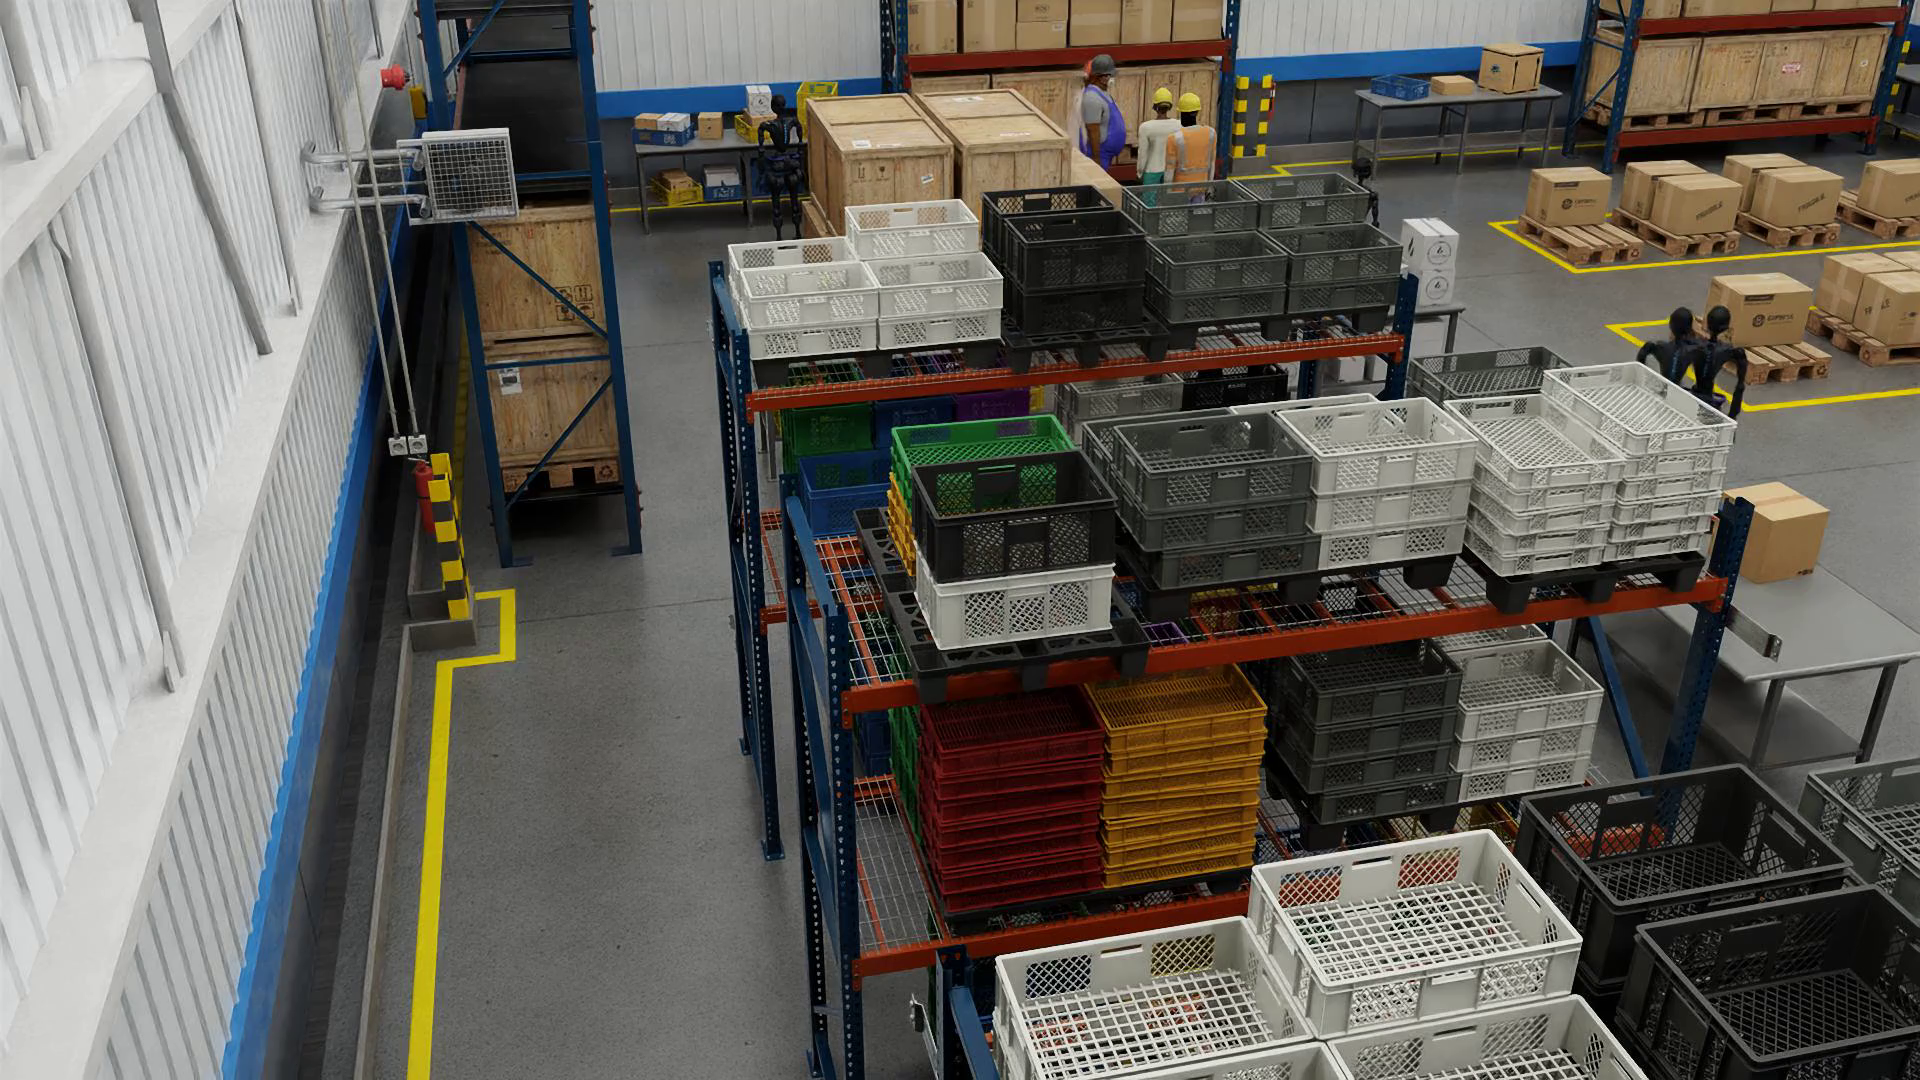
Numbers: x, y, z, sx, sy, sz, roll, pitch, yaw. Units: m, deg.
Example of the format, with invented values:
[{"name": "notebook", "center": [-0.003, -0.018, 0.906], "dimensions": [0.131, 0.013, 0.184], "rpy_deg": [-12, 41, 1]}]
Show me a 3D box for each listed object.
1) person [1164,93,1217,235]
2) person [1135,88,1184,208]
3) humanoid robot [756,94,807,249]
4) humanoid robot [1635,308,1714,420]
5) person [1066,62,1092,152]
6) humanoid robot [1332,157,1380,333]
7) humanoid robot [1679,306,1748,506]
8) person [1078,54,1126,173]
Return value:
[{"name": "person", "center": [2.348, -3.648, 17.204], "dimensions": [0.588, 1.919, 0.404], "rpy_deg": [-11, 30, -21]}, {"name": "person", "center": [2.154, -4.004, 18.037], "dimensions": [0.532, 1.768, 0.309], "rpy_deg": [-7, 29, -14]}, {"name": "humanoid robot", "center": [-1.950, -4.040, 18.186], "dimensions": [0.590, 1.657, 0.327], "rpy_deg": [-16, 32, -28]}, {"name": "humanoid robot", "center": [5.255, -0.946, 12.361], "dimensions": [0.585, 1.620, 0.772], "rpy_deg": [13, 31, 24]}, {"name": "person", "center": [1.413, -4.331, 18.473], "dimensions": [0.877, 1.942, 0.615], "rpy_deg": [0, 28, 0]}, {"name": "humanoid robot", "center": [3.770, -2.831, 15.889], "dimensions": [0.323, 1.660, 0.596], "rpy_deg": [-16, 32, -28]}, {"name": "humanoid robot", "center": [5.462, -0.944, 12.314], "dimensions": [0.610, 1.656, 0.343], "rpy_deg": [13, 31, 24]}, {"name": "person", "center": [1.562, -4.337, 18.378], "dimensions": [0.537, 2.000, 0.687], "rpy_deg": [3, 28, 5]}]
